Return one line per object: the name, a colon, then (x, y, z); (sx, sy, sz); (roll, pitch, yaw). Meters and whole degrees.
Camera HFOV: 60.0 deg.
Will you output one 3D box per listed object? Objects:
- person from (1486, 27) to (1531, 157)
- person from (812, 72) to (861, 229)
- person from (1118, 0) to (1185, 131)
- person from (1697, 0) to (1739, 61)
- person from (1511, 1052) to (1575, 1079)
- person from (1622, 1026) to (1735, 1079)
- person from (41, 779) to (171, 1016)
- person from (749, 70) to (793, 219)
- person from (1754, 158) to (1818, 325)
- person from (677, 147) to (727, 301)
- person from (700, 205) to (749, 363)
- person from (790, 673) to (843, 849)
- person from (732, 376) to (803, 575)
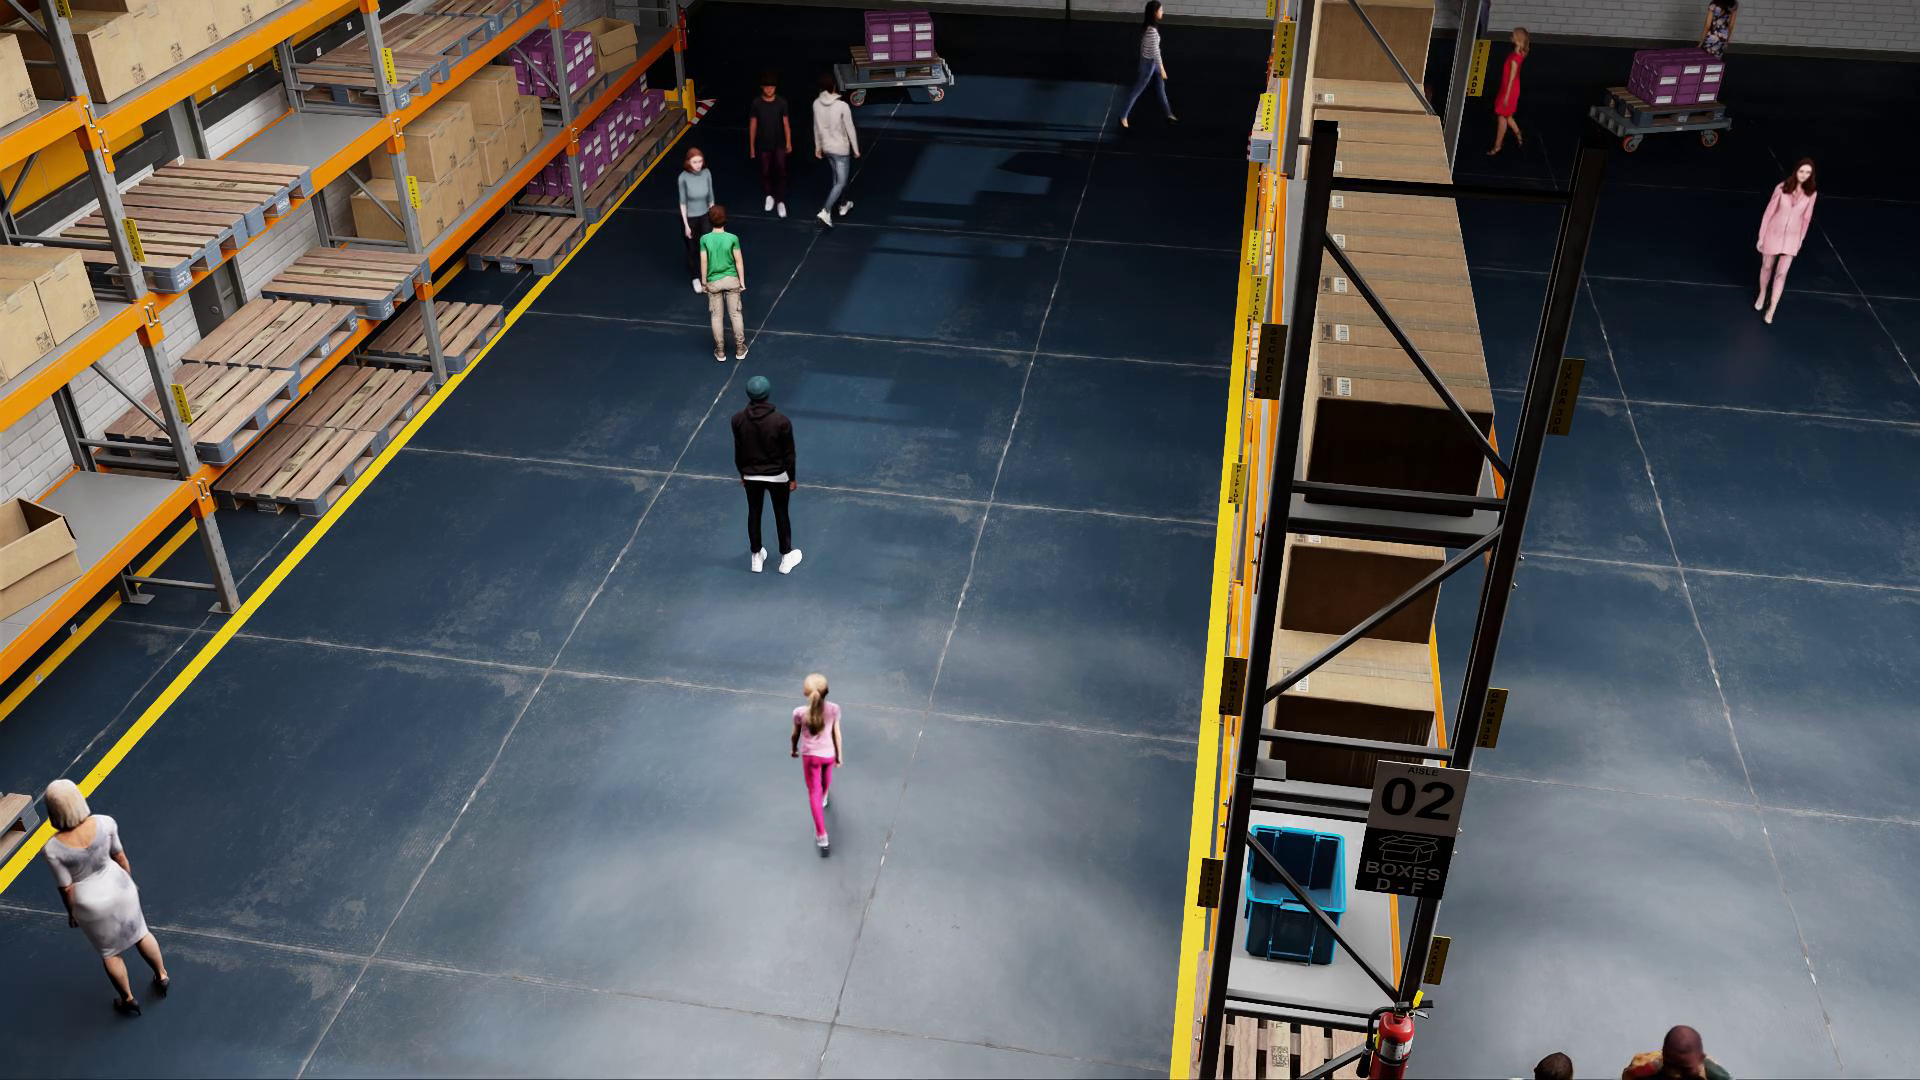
person: (7.271, -5.841, 21.744); (0.742, 1.716, 0.773); (14, 36, 20)
person: (-1.528, -4.612, 19.808); (0.959, 1.813, 1.257); (21, 39, 29)
person: (2.454, -6.345, 22.483); (0.786, 1.738, 1.124); (0, 34, 0)
person: (10.689, -7.062, 23.567); (0.649, 1.732, 0.600); (-4, 34, -6)
person: (2.874, 3.144, 8.465); (0.651, 1.452, 0.662); (25, 41, 33)
person: (3.504, 3.015, 8.361); (0.678, 1.783, 0.761); (2, 34, 3)
person: (-5.033, 2.099, 9.769); (0.705, 1.750, 0.594); (24, 41, 32)
person: (-2.296, -4.875, 20.254); (0.781, 1.758, 0.892); (-1, 34, -2)
person: (8.793, -3.259, 17.809); (0.792, 1.773, 1.058); (15, 37, 22)
person: (-2.925, -3.494, 18.216); (0.905, 1.713, 1.017); (-16, 37, -23)
person: (-2.417, -2.619, 16.955); (0.656, 1.651, 0.631); (-5, 34, -8)
person: (-0.941, 1.476, 11.158); (0.733, 1.250, 0.987); (-8, 34, -11)
person: (-1.598, -0.543, 13.682); (0.662, 1.818, 0.569); (5, 34, 7)
